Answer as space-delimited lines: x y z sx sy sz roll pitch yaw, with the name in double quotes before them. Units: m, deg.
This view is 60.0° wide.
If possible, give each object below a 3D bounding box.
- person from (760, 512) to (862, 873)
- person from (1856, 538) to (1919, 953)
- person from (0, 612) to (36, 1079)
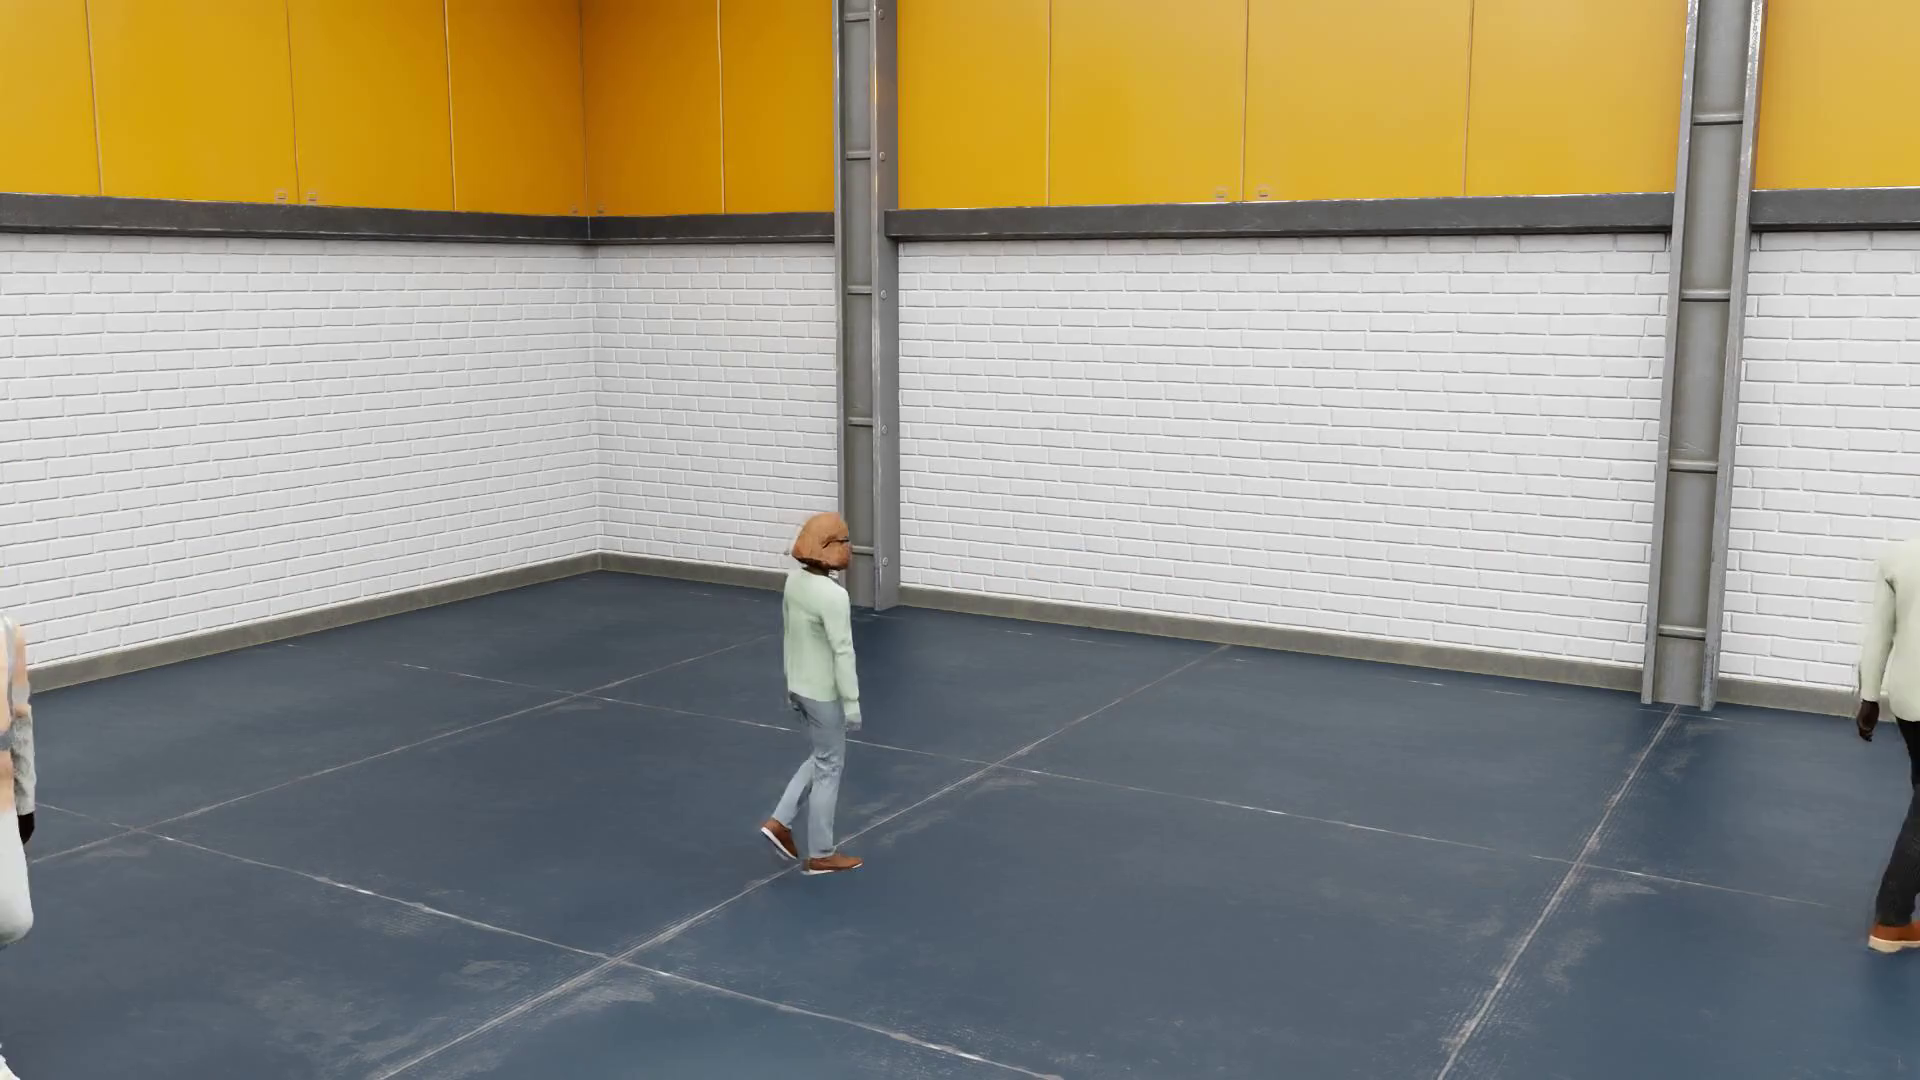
"person" -0.616 0.679 7.290 0.388 1.619 0.517 -5 10 -30
"person" 3.989 0.627 6.599 1.040 1.934 0.625 -5 10 -28
"person" -3.279 0.854 5.369 0.597 1.895 0.592 4 10 24
